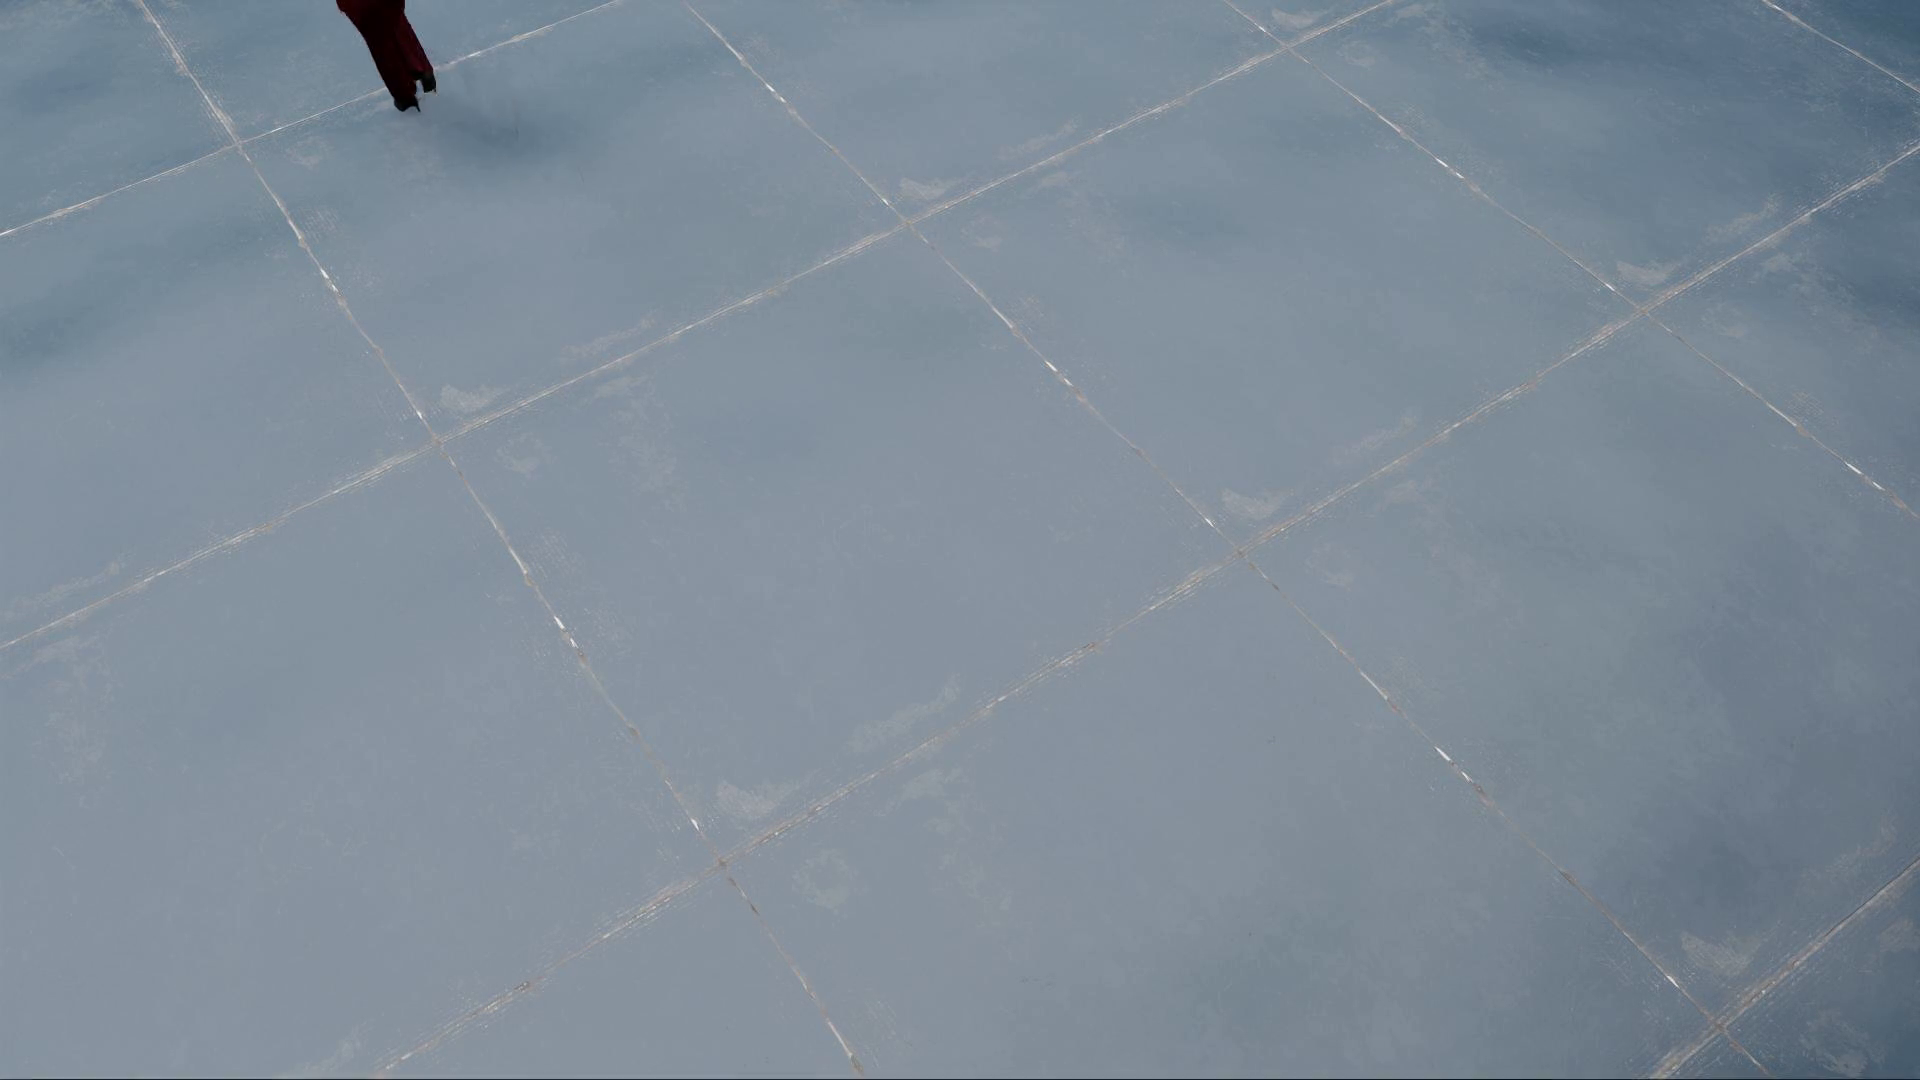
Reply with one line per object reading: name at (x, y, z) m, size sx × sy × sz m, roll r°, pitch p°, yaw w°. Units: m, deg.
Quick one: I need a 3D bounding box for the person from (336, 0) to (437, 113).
person at (-3.389, -3.246, 9.821) m, size 0.794 × 1.747 × 0.780 m, roll 27°, pitch 57°, yaw 20°
